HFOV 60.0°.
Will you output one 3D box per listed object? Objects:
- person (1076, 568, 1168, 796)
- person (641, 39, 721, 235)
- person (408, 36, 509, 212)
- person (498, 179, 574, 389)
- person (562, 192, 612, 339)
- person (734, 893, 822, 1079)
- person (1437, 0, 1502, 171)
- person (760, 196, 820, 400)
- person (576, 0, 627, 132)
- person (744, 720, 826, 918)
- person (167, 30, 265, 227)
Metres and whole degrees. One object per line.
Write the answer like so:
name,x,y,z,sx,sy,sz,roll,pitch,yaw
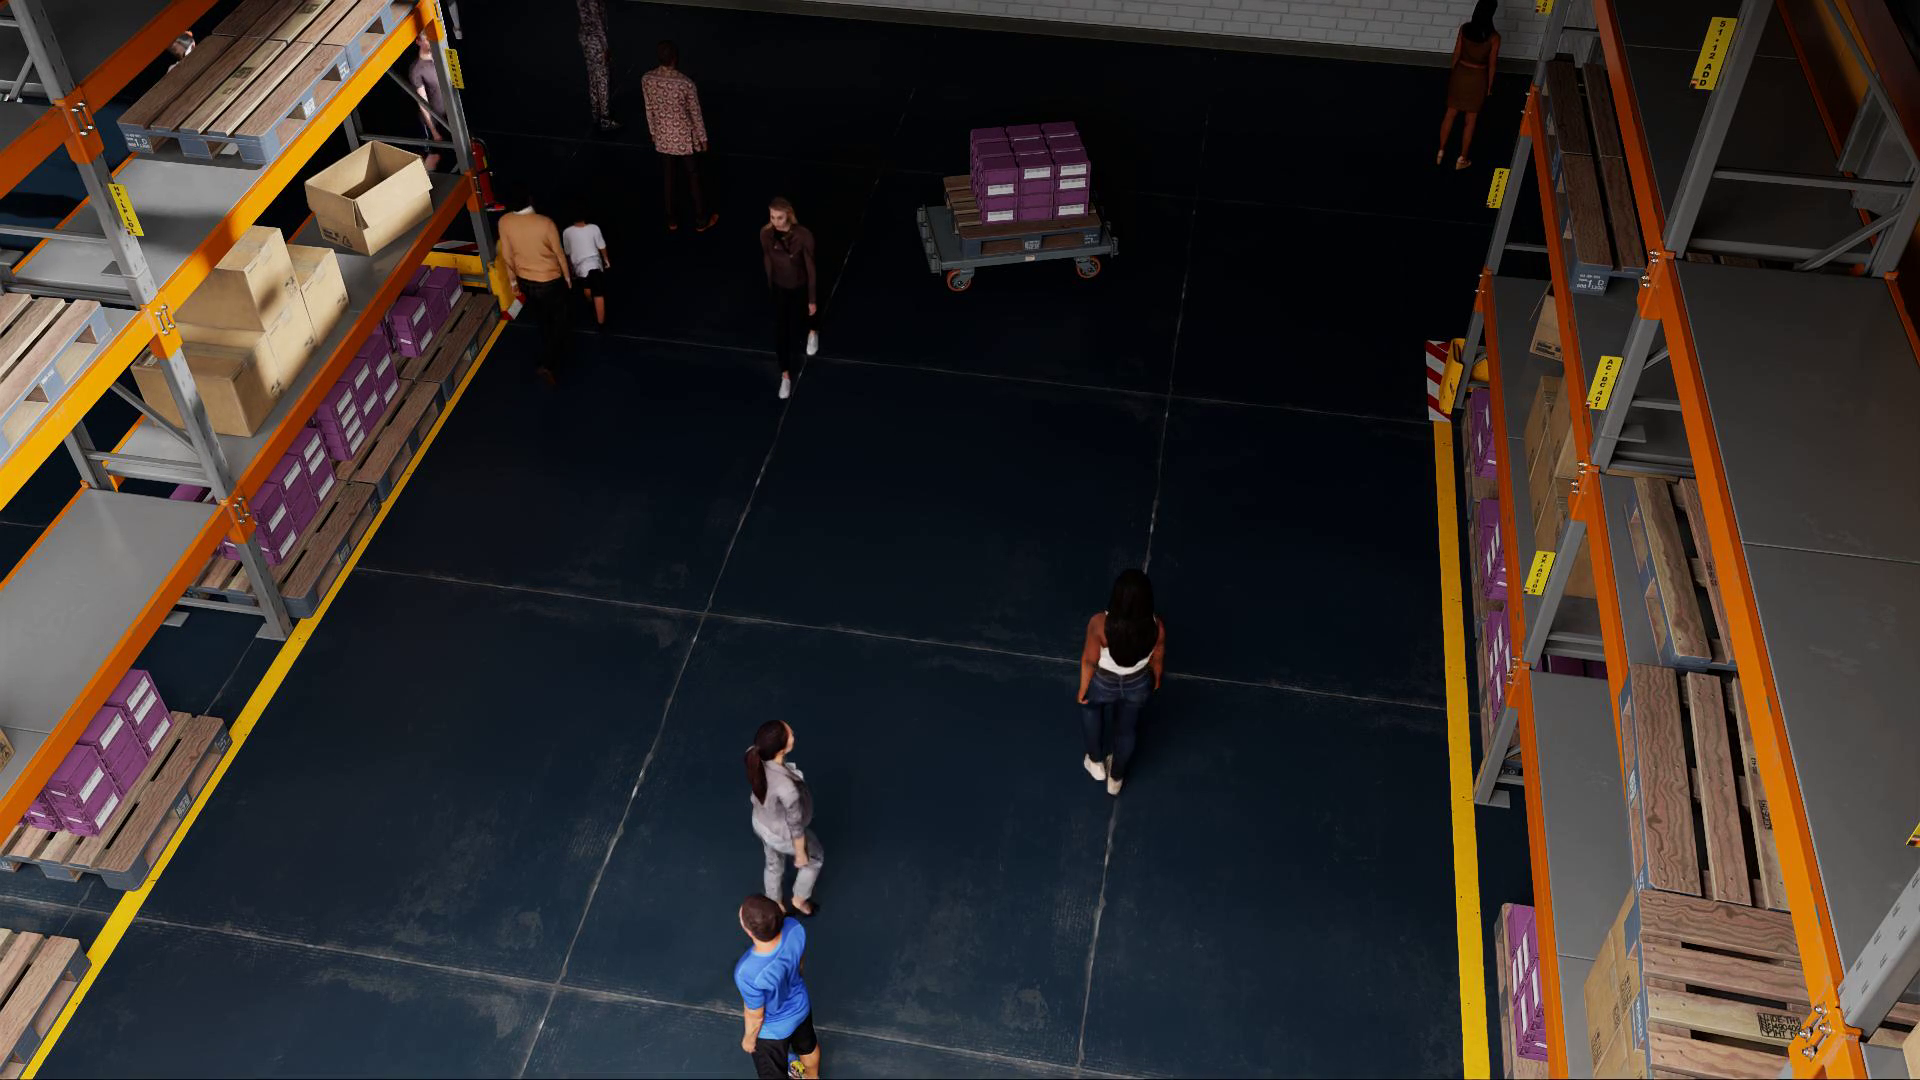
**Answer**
person,0.953,0.920,9.919,0.704,1.799,0.669,1,44,2
person,-2.477,-3.530,14.584,0.702,1.808,0.595,10,45,11
person,-4.696,-3.753,14.823,1.009,1.800,1.204,23,48,22
person,-3.296,-1.984,13.014,0.669,1.736,1.012,8,44,9
person,-3.043,-2.230,13.640,0.708,1.227,0.939,-9,44,-9
person,-0.905,2.371,8.345,0.747,1.869,0.624,24,49,23
person,4.719,-4.238,15.414,0.645,1.689,0.645,27,50,25
person,-1.281,-2.029,13.113,0.655,1.664,1.105,4,44,4
person,-3.510,-4.775,15.959,0.737,1.714,0.670,-23,48,-23
person,-1.059,1.654,9.250,0.797,1.660,0.753,-30,51,-28
person,-6.590,-3.557,14.554,0.802,1.889,0.769,-32,52,-29
